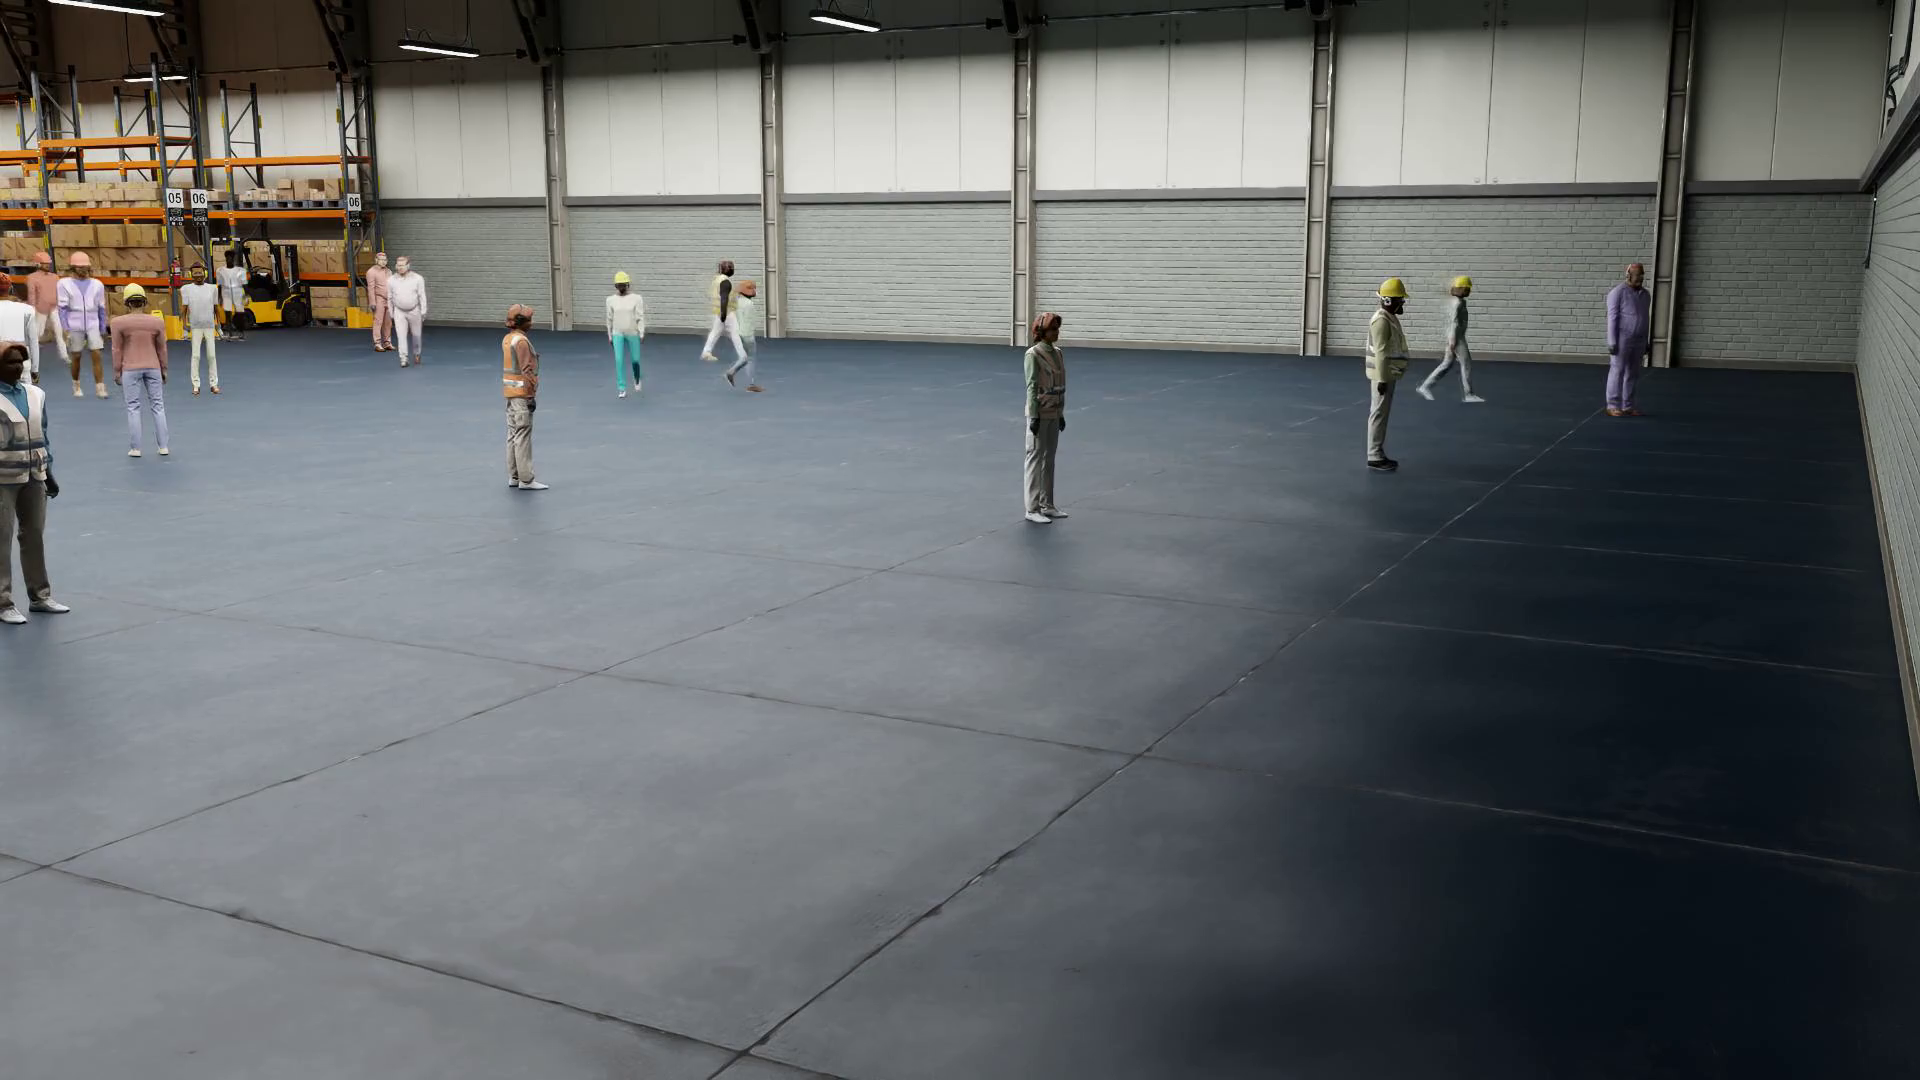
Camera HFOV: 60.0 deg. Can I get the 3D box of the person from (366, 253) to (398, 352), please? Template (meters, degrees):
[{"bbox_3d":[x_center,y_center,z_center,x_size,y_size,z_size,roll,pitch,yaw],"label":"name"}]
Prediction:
[{"bbox_3d":[-11.168,-4.604,32.227,0.403,1.903,0.652,4,11,22],"label":"person"}]

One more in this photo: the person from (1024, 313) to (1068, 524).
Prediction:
[{"bbox_3d":[0.667,-0.960,13.076,0.308,1.641,0.517,6,12,28],"label":"person"}]

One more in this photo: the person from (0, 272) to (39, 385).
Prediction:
[{"bbox_3d":[-9.300,-1.667,16.265,0.355,1.883,0.574,7,13,34],"label":"person"}]

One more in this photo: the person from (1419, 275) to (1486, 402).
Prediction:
[{"bbox_3d":[6.670,-2.720,22.483,0.851,1.708,0.499,3,11,16],"label":"person"}]

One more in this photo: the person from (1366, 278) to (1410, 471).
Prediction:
[{"bbox_3d":[4.097,-1.586,15.959,0.403,1.830,0.598,4,11,20],"label":"person"}]

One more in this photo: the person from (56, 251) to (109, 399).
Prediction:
[{"bbox_3d":[-12.095,-2.957,22.946,0.617,2.045,0.611,-8,13,-38],"label":"person"}]

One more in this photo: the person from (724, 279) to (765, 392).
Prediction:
[{"bbox_3d":[-3.096,-2.920,23.842,0.475,1.621,0.504,-3,11,-17],"label":"person"}]

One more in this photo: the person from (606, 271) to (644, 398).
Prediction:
[{"bbox_3d":[-4.661,-2.877,23.208,0.533,1.751,0.605,-1,10,-4],"label":"person"}]

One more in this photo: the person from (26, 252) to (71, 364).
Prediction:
[{"bbox_3d":[-16.055,-4.057,29.123,0.973,1.960,0.636,6,12,28],"label":"person"}]

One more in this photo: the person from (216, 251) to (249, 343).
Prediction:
[{"bbox_3d":[-15.321,-5.125,35.038,0.629,1.920,0.915,-3,11,-18],"label":"person"}]

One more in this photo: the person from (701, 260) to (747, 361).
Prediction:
[{"bbox_3d":[-4.194,-4.073,29.641,0.931,1.802,0.631,-4,11,-19],"label":"person"}]

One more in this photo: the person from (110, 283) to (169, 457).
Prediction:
[{"bbox_3d":[-8.329,-1.721,16.909,0.518,1.757,0.340,-9,14,-41],"label":"person"}]

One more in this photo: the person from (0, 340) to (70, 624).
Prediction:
[{"bbox_3d":[-5.510,-0.343,9.703,0.307,1.642,0.514,3,11,17],"label":"person"}]

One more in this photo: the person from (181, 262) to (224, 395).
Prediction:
[{"bbox_3d":[-10.698,-2.985,23.495,0.535,1.868,0.309,-7,12,-32],"label":"person"}]

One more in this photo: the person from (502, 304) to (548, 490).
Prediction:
[{"bbox_3d":[-3.881,-1.260,14.710,0.310,1.640,0.514,-7,12,-32],"label":"person"}]

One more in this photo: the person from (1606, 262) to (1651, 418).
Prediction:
[{"bbox_3d":[8.294,-2.470,20.581,0.648,1.906,0.404,-5,11,-23],"label":"person"}]

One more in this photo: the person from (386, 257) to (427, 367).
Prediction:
[{"bbox_3d":[-9.498,-3.925,28.602,0.647,1.885,0.837,-3,11,-14],"label":"person"}]
